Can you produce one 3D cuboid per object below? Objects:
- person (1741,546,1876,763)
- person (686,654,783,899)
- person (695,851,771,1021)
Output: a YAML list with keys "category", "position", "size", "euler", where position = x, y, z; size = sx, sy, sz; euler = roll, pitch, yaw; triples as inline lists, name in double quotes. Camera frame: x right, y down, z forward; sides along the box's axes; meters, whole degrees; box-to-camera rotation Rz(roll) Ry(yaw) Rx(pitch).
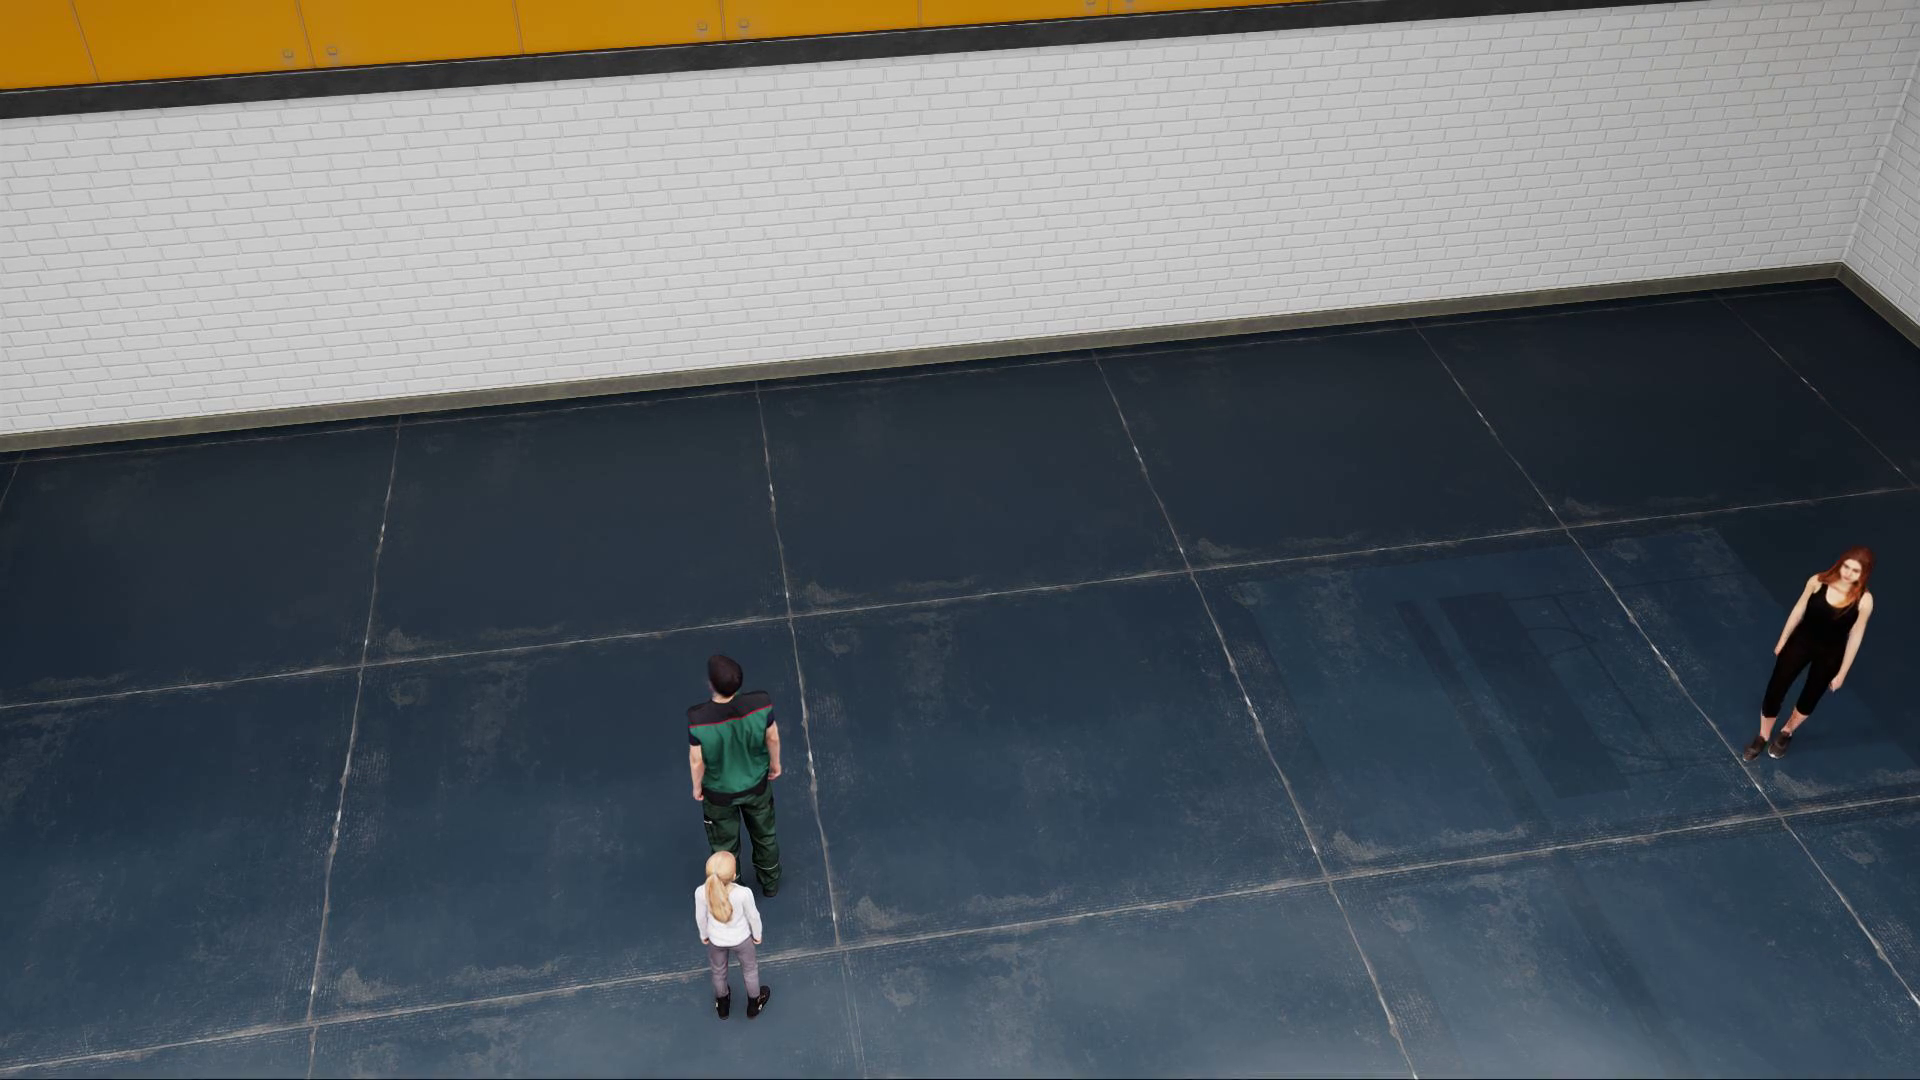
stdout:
- category: "person"
  position: [5.439, 0.675, 10.514]
  size: [0.769, 1.719, 0.827]
  euler: [27, 46, 30]
- category: "person"
  position: [-1.281, 1.374, 9.494]
  size: [0.729, 1.901, 0.654]
  euler: [-15, 41, -18]
- category: "person"
  position: [-1.252, 2.146, 9.025]
  size: [0.539, 1.279, 0.549]
  euler: [2, 39, 2]
